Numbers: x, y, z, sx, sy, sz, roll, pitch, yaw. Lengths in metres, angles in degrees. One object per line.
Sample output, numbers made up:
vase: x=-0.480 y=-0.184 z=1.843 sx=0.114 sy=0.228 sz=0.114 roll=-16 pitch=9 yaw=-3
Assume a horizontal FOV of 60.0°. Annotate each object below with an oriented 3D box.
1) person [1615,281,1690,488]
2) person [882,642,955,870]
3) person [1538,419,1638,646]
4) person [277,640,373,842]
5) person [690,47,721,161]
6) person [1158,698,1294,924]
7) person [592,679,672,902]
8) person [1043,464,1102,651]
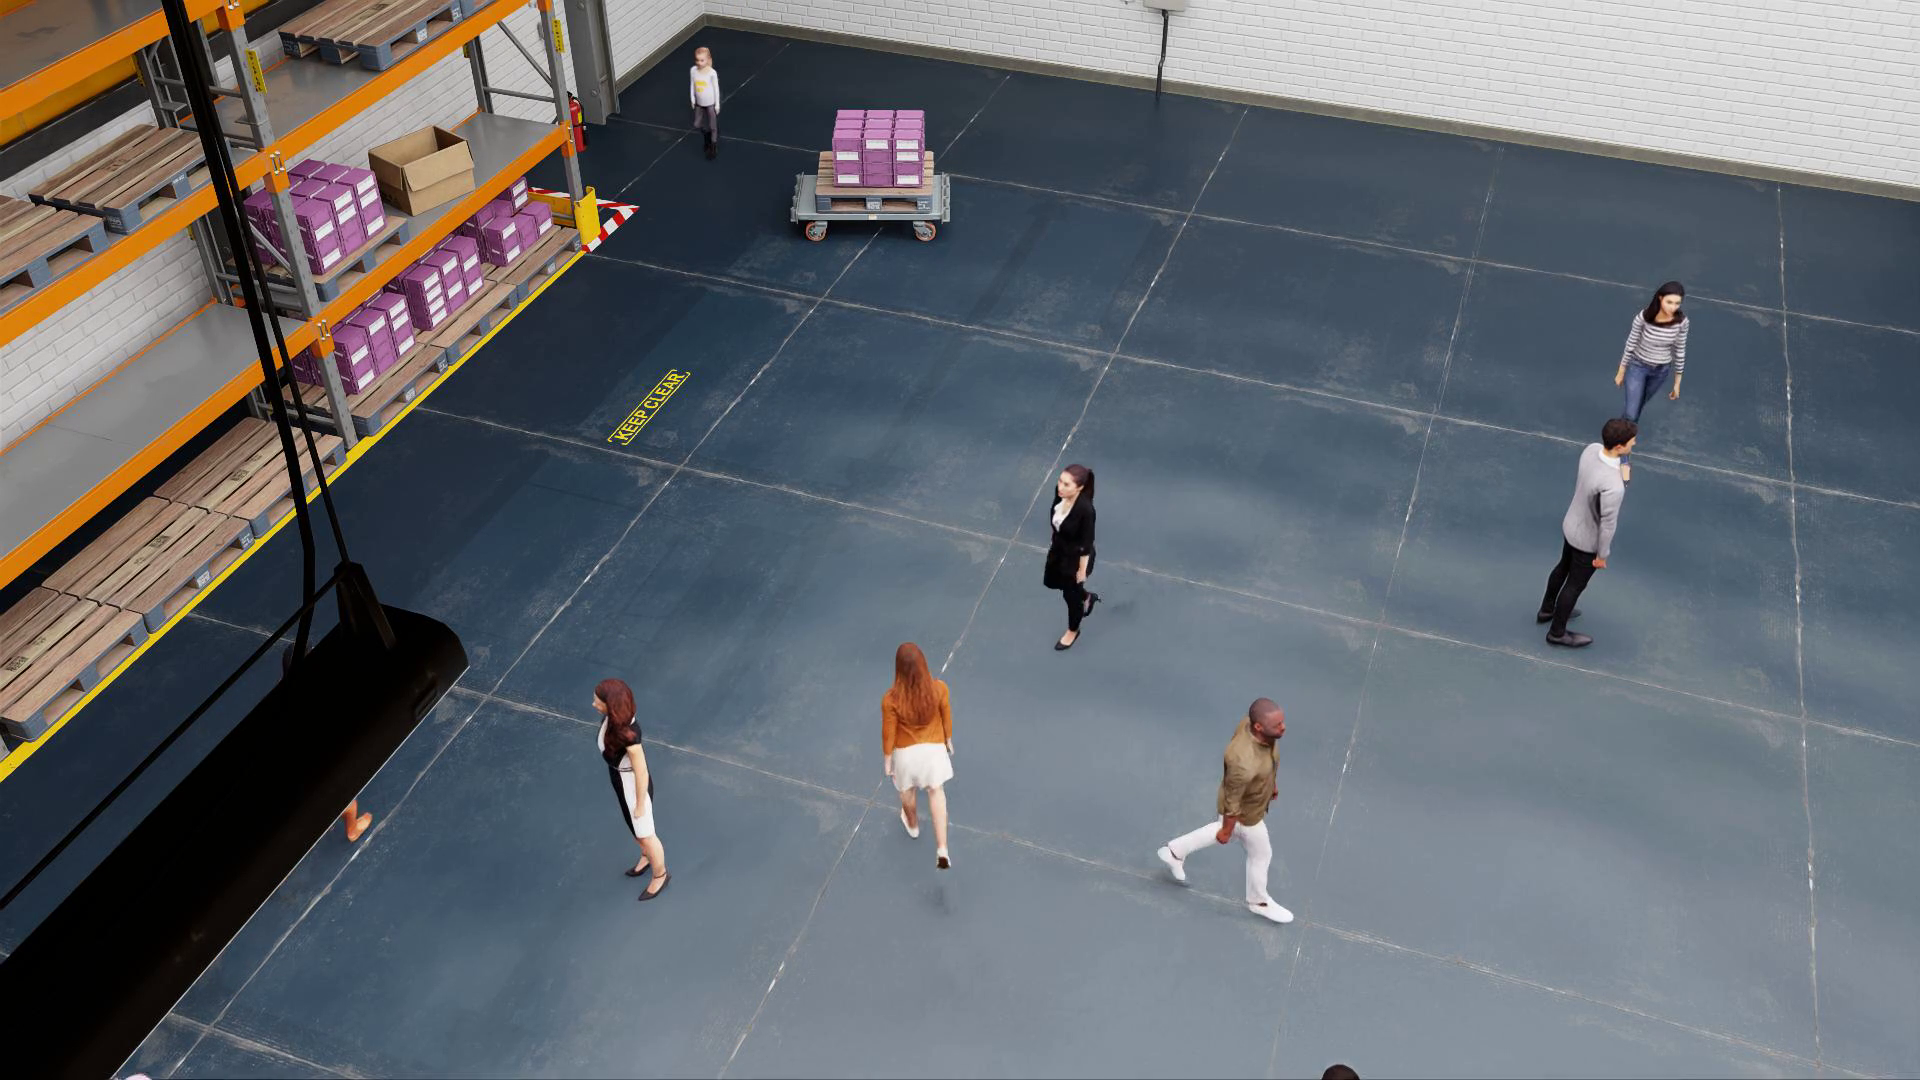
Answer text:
person: x=5.676 y=-1.398 z=13.808 sx=0.776 sy=1.758 sz=1.077 roll=3 pitch=39 yaw=4
person: x=-0.234 y=1.372 z=10.381 sx=0.913 sy=1.706 sz=1.049 roll=-8 pitch=39 yaw=-10
person: x=4.519 y=-0.077 z=12.022 sx=0.869 sy=1.921 sz=0.712 roll=-2 pitch=39 yaw=-2
person: x=-4.047 y=1.334 z=10.484 sx=0.673 sy=1.637 sz=0.712 roll=10 pitch=40 yaw=12
person: x=-2.819 y=-4.917 z=18.602 sx=0.522 sy=1.273 sz=0.583 roll=10 pitch=40 yaw=12
person: x=1.644 y=1.580 z=10.048 sx=0.783 sy=1.795 sz=1.068 roll=13 pitch=40 yaw=16
person: x=-1.999 y=1.513 z=10.133 sx=0.707 sy=1.795 sz=0.654 roll=-17 pitch=42 yaw=-21
person: x=0.876 y=0.090 z=12.035 sx=0.875 sy=1.645 sz=0.810 roll=-20 pitch=43 yaw=-23
